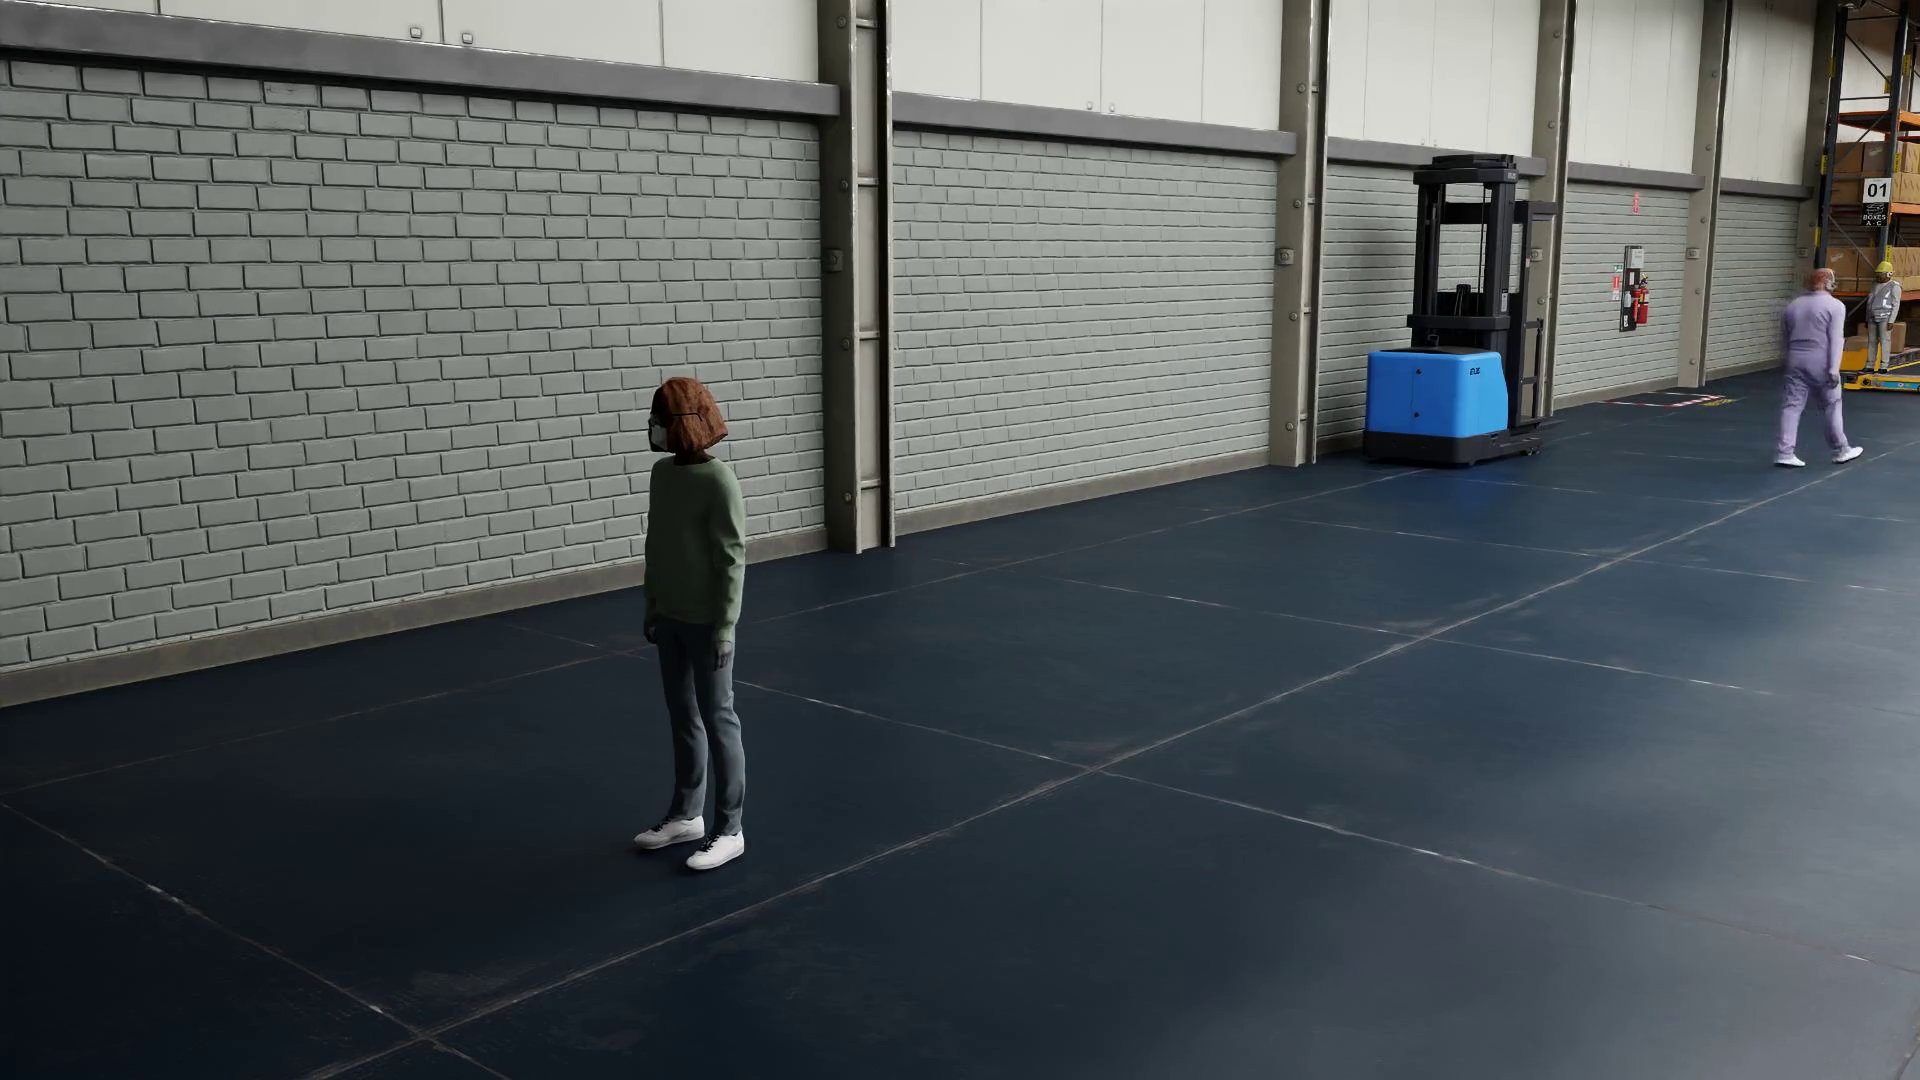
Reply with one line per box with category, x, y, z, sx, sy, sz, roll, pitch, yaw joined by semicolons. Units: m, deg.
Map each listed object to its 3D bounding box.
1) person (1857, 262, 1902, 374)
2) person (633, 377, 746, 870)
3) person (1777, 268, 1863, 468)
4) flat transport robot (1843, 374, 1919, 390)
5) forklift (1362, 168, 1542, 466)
person;14.939;-3.594;27.011;0.404;1.833;0.590;-3;10;-16
person;-0.902;0.273;5.561;0.279;1.634;0.499;-9;13;-41
person;8.113;-1.615;15.673;0.980;1.854;0.655;-5;11;-25
flat transport robot;13.633;-2.266;24.016;1.431;0.197;0.652;8;13;40
forklift;4.875;-2.212;16.287;1.129;2.768;1.873;8;13;40
